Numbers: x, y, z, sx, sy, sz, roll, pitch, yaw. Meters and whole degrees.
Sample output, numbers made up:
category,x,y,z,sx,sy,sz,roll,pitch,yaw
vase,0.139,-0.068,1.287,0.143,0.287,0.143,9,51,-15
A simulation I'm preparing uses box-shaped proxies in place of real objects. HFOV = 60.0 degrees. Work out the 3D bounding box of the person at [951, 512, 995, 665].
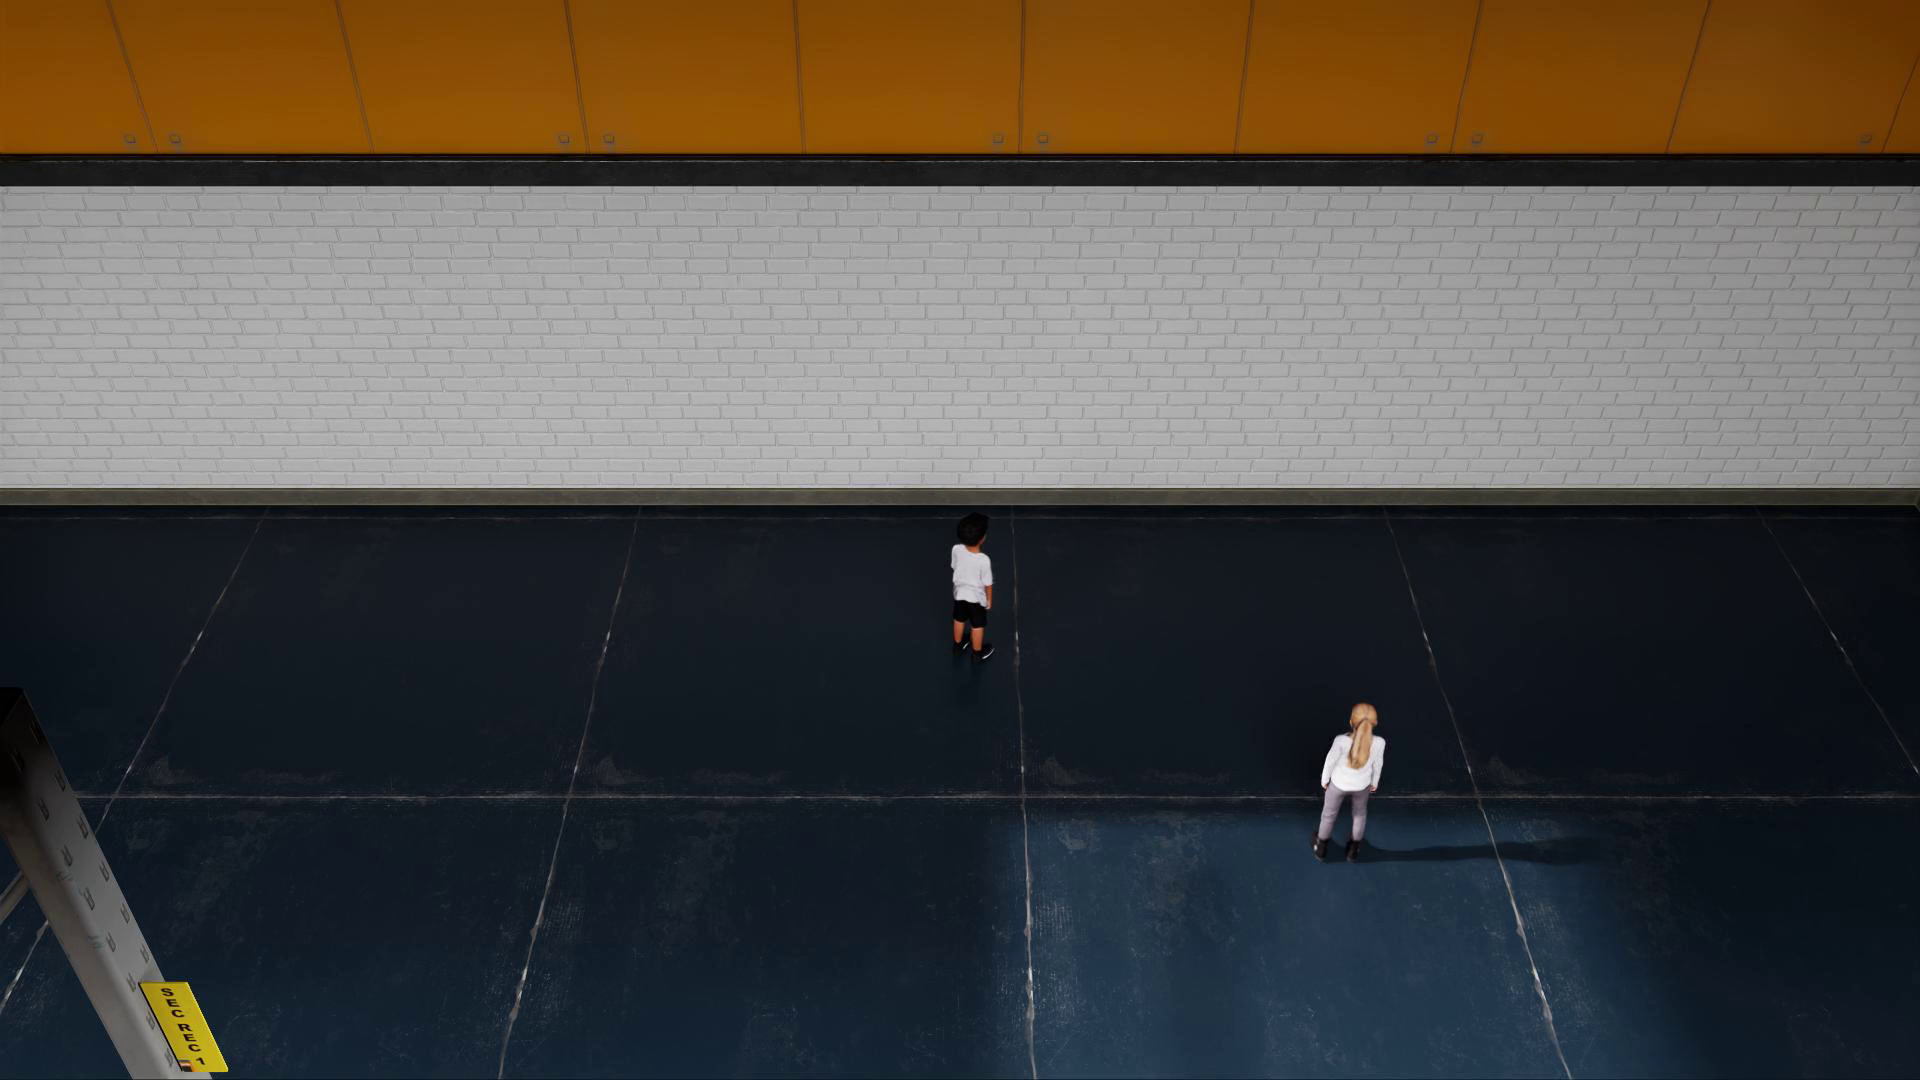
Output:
category,x,y,z,sx,sy,sz,roll,pitch,yaw
person,0.080,0.344,11.646,0.569,1.257,0.610,21,43,24

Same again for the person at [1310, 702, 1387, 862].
category,x,y,z,sx,sy,sz,roll,pitch,yaw
person,2.396,1.491,10.194,0.505,1.277,0.505,2,39,3
